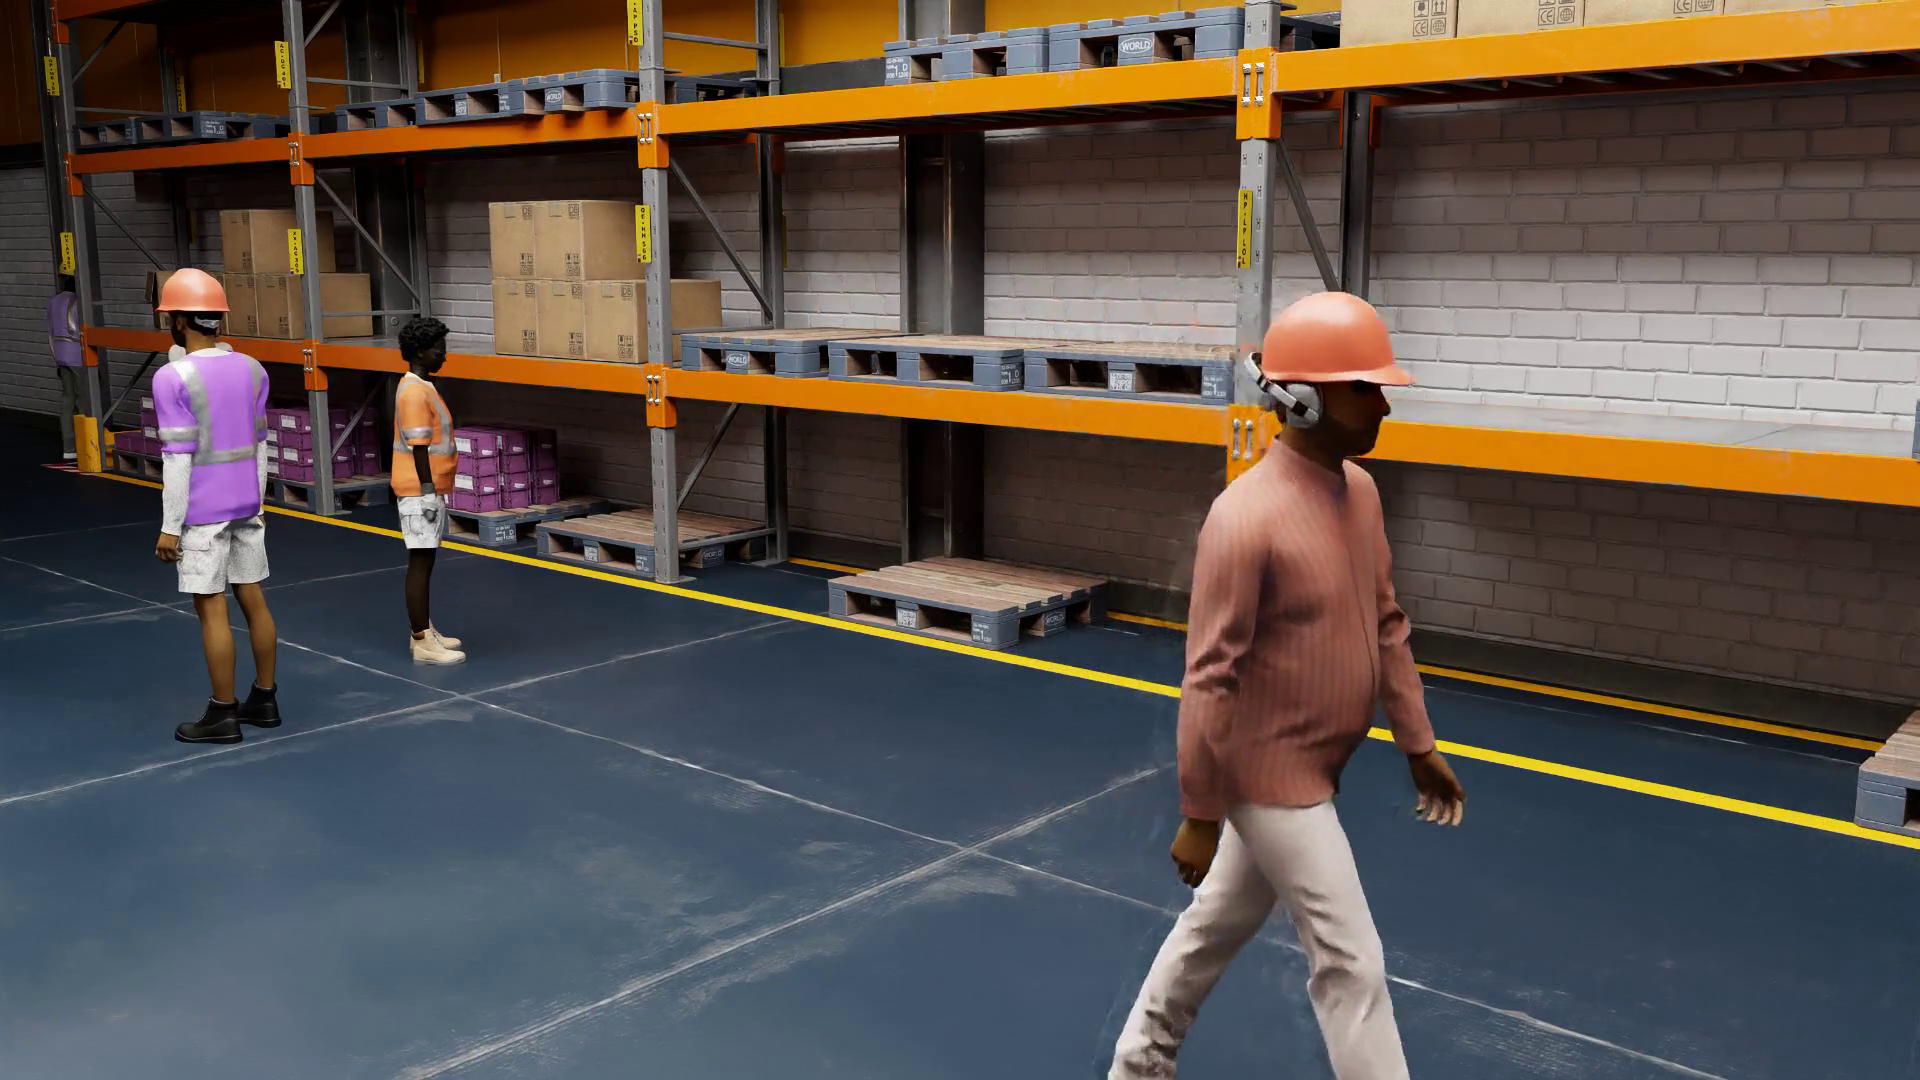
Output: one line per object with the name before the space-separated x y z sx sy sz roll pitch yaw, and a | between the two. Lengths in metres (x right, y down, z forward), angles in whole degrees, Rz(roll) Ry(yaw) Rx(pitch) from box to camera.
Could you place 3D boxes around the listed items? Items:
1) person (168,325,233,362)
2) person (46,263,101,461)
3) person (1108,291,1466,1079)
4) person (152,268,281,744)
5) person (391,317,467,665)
person | -5.473 -0.900 12.095 0.281 1.625 0.494 7 12 37
person | -8.389 -1.706 15.828 0.594 1.922 0.385 5 11 28
person | 0.720 0.466 3.435 1.050 1.939 0.602 6 11 30
person | -3.067 -0.130 6.813 0.360 1.939 0.543 4 11 20
person | -2.613 -0.240 8.138 0.320 1.692 0.531 -3 10 -17
